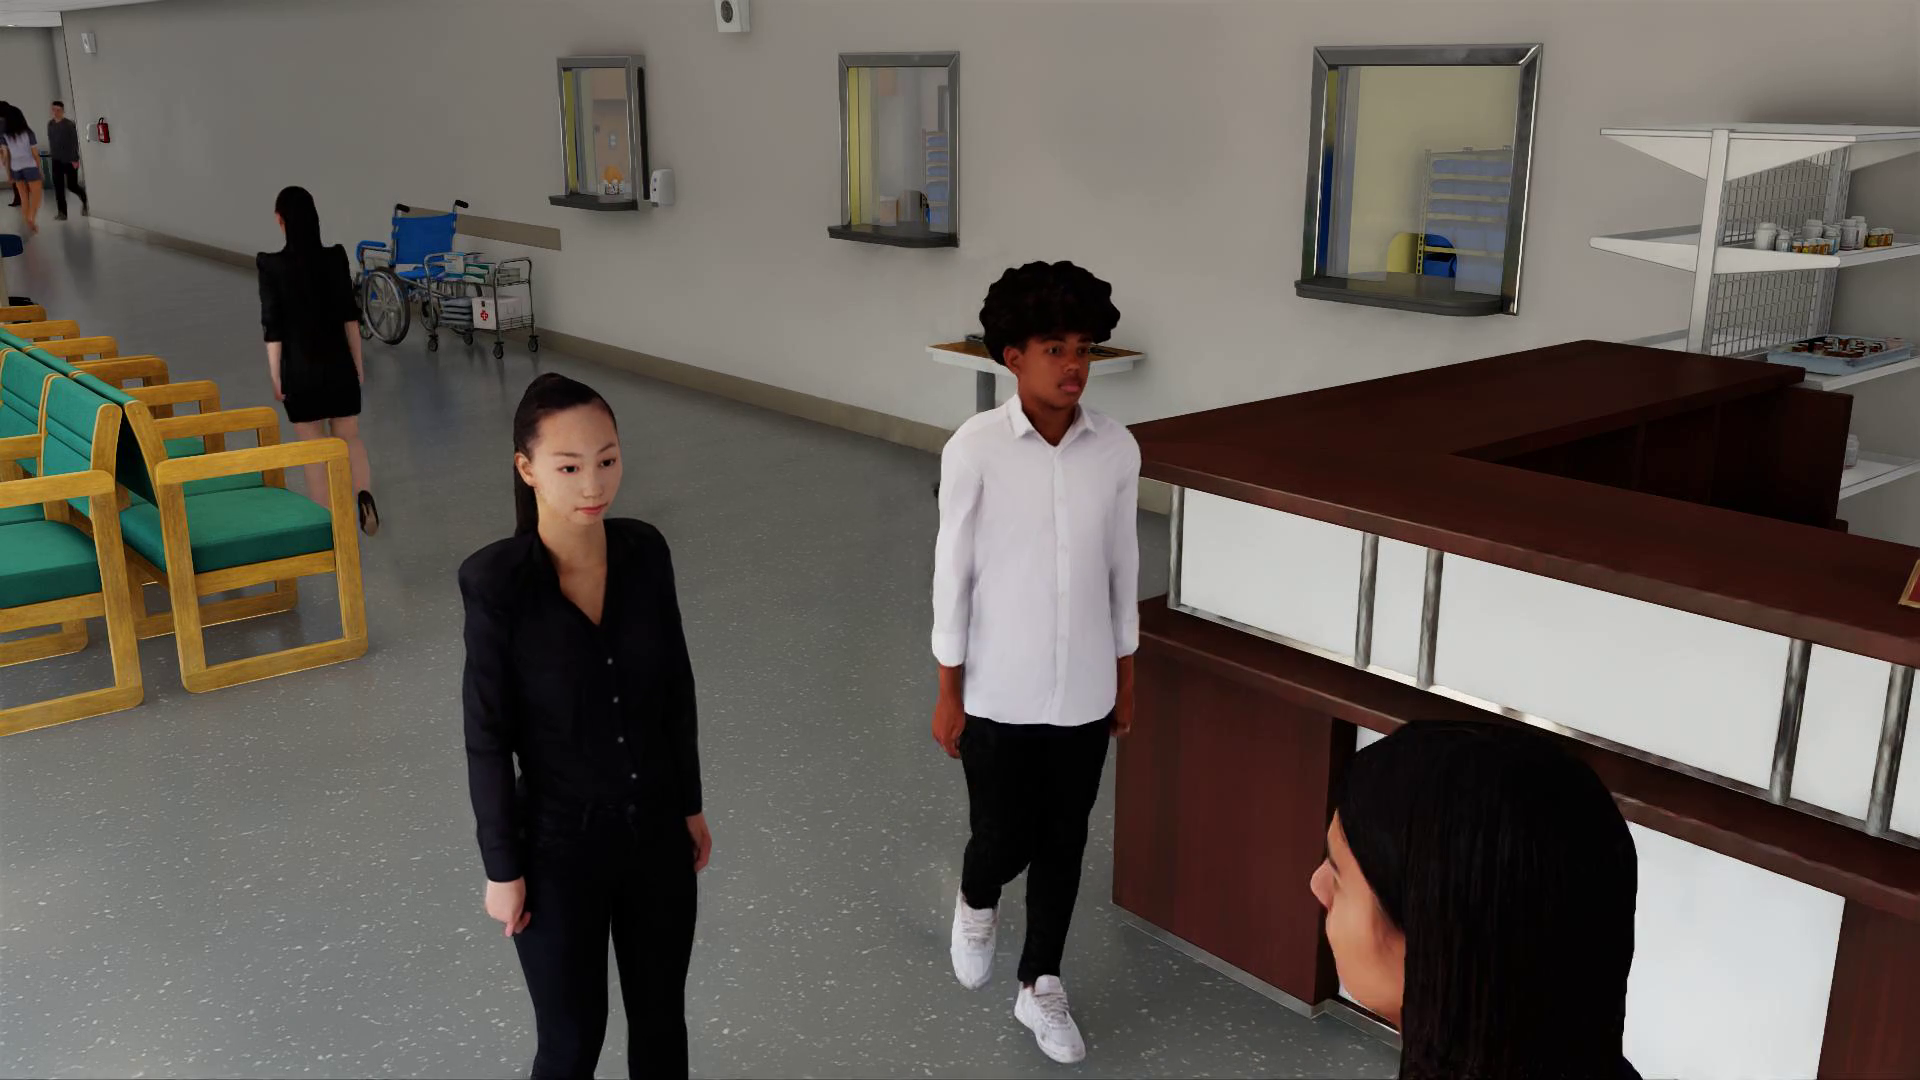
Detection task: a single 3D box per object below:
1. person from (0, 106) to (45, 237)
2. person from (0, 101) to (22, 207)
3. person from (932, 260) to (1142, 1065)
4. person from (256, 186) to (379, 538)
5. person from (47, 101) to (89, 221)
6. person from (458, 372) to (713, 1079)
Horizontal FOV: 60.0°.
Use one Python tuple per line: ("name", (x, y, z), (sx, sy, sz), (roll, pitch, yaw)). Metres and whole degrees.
("person", (-12.593, -4.937, 22.369), (0.892, 1.718, 0.878), (-4, 16, -12))
("person", (-15.797, -6.425, 27.672), (0.672, 1.706, 0.655), (-2, 16, -8))
("person", (0.142, 0.272, 3.749), (0.812, 1.797, 0.853), (-5, 16, -16))
("person", (-2.838, -0.718, 7.469), (0.664, 1.684, 0.644), (-12, 20, -37))
("person", (-13.395, -5.689, 24.987), (0.994, 1.746, 1.050), (3, 16, 10))
("person", (-0.642, 0.550, 2.924), (0.426, 1.710, 0.640), (-14, 21, -40))
